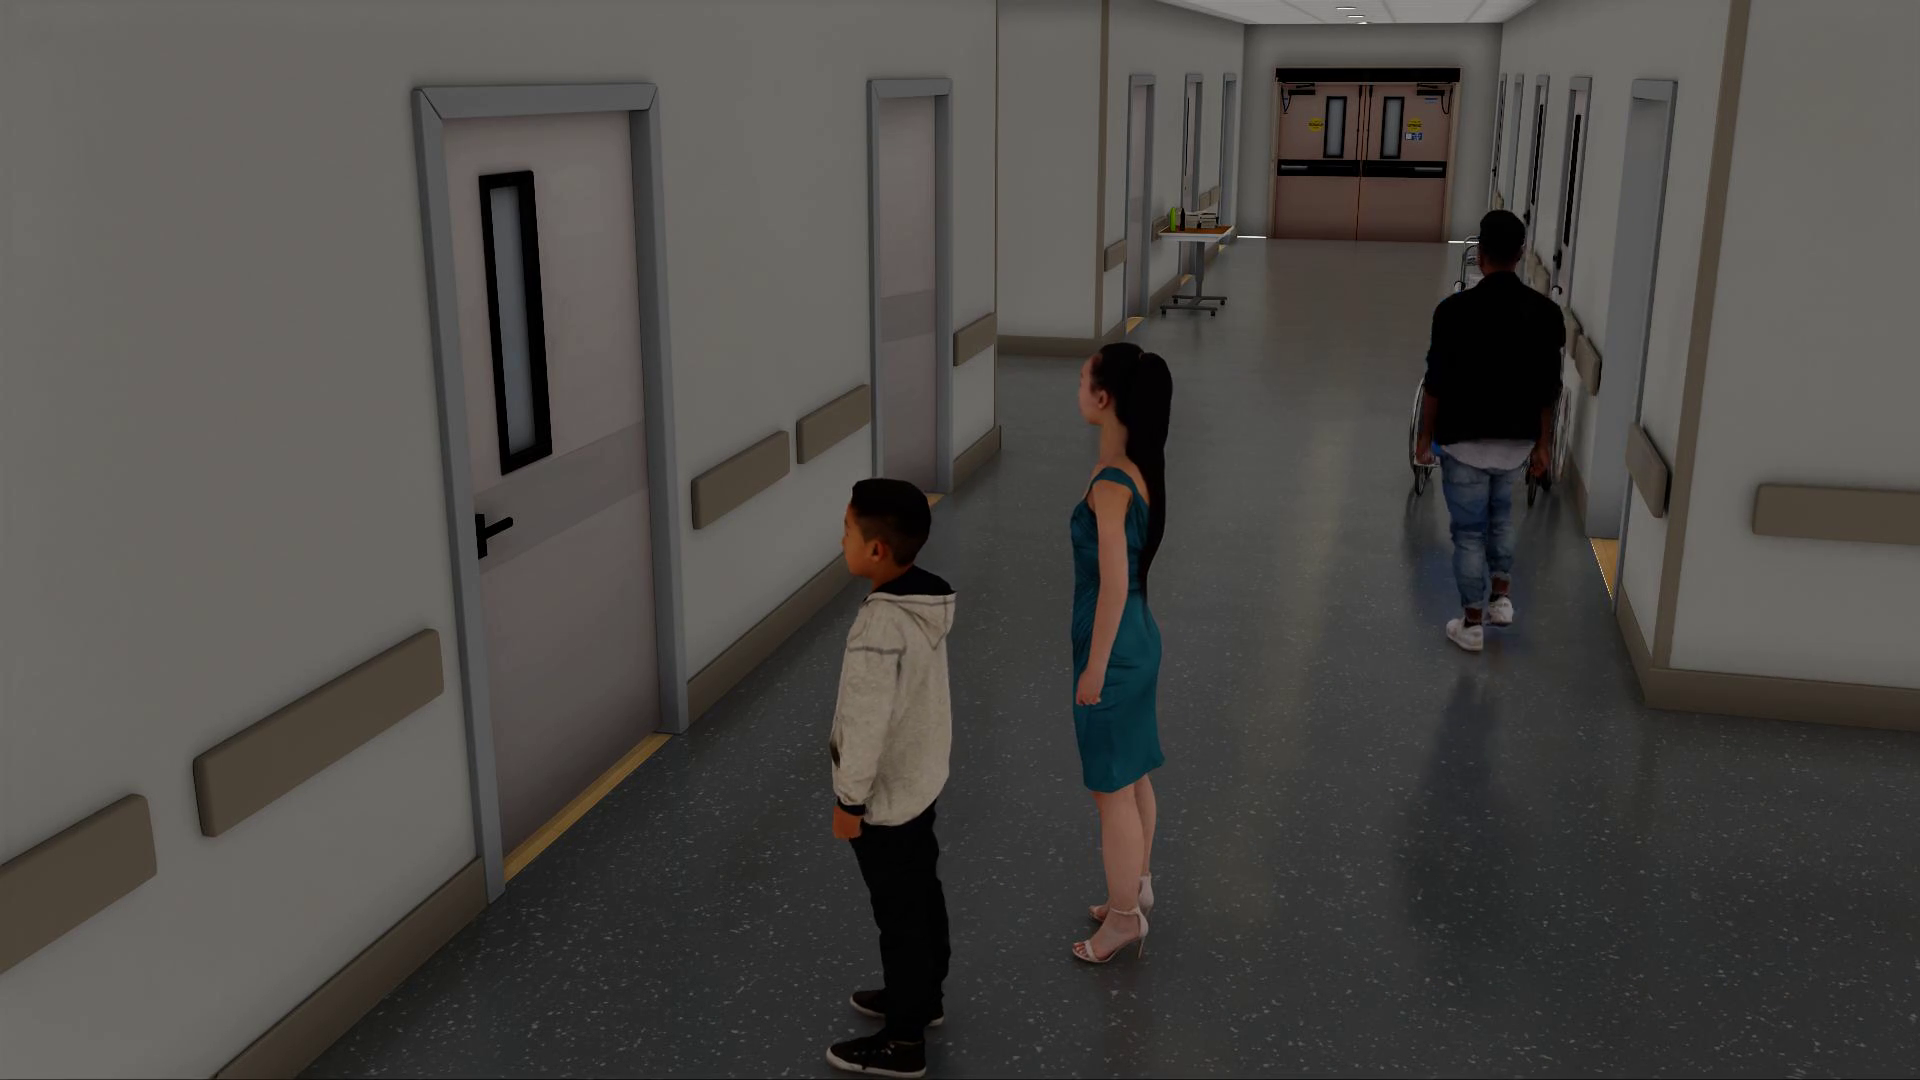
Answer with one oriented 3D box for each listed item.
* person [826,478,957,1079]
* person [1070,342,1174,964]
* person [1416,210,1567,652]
[{"bbox_3d":[-0.140,0.560,3.968,0.656,1.451,0.463,3,16,11],"label":"person"},{"bbox_3d":[0.413,0.313,4.411,0.623,1.687,0.415,5,16,16],"label":"person"},{"bbox_3d":[2.183,-0.415,6.785,0.794,1.799,0.784,-2,16,-5],"label":"person"}]
